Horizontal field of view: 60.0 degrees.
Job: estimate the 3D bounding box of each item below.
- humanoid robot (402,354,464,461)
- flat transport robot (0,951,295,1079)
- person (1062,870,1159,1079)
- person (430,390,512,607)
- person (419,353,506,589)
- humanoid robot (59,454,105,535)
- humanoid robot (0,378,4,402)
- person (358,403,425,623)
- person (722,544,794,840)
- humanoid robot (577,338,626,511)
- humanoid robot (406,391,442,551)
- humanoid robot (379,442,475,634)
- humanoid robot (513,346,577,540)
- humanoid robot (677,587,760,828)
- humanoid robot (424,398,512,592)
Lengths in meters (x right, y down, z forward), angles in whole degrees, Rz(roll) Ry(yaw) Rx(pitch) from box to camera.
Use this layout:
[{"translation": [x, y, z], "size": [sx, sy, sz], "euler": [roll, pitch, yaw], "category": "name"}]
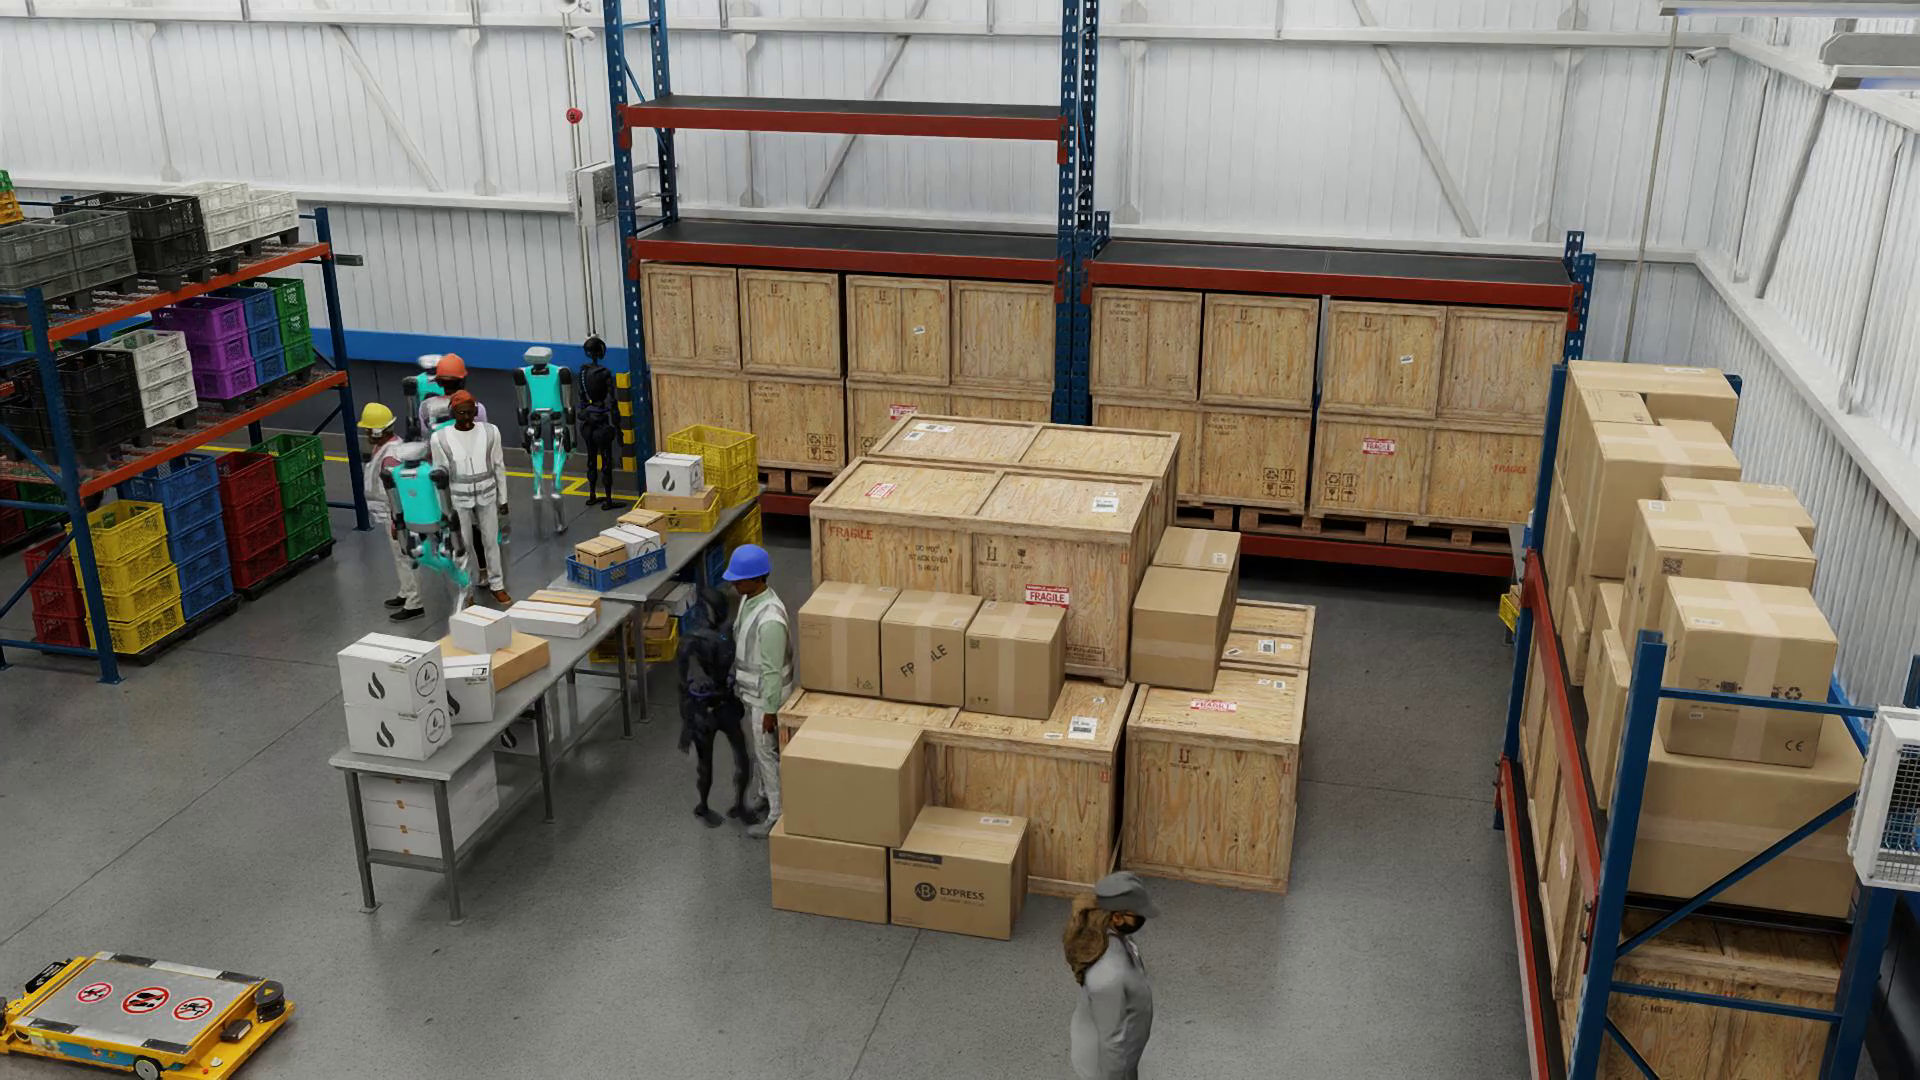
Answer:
[{"translation": [-4.833, -0.879, 15.368], "size": [0.534, 1.842, 0.803], "euler": [-9, 23, -21], "category": "humanoid robot"}, {"translation": [-4.270, 2.464, 8.601], "size": [1.431, 0.231, 0.659], "euler": [5, 22, 13], "category": "flat transport robot"}, {"translation": [0.628, 2.209, 7.171], "size": [0.402, 1.763, 0.562], "euler": [1, 21, 2], "category": "person"}, {"translation": [-3.999, -0.323, 13.641], "size": [0.572, 1.877, 0.339], "euler": [-10, 23, -25], "category": "person"}, {"translation": [-4.202, -0.575, 14.070], "size": [0.613, 2.042, 0.373], "euler": [4, 21, 11], "category": "person"}, {"translation": [-7.609, -0.521, 14.476], "size": [0.593, 1.641, 0.509], "euler": [18, 27, 39], "category": "humanoid robot"}, {"translation": [-10.631, -1.874, 17.914], "size": [0.796, 1.790, 0.560], "euler": [-2, 21, -6], "category": "humanoid robot"}, {"translation": [-4.591, -0.229, 13.459], "size": [0.404, 1.829, 0.589], "euler": [-8, 22, -21], "category": "person"}, {"translation": [-1.228, 0.940, 10.301], "size": [0.410, 1.907, 0.613], "euler": [-6, 22, -16], "category": "person"}, {"translation": [-3.480, -1.131, 16.011], "size": [0.599, 1.657, 0.315], "euler": [19, 28, 40], "category": "humanoid robot"}, {"translation": [-4.530, -0.510, 14.493], "size": [0.585, 1.645, 0.751], "euler": [-12, 24, -28], "category": "humanoid robot"}, {"translation": [-4.044, -0.001, 13.061], "size": [0.561, 1.801, 0.947], "euler": [3, 21, 7], "category": "humanoid robot"}, {"translation": [-3.791, -0.786, 15.164], "size": [0.539, 1.879, 0.697], "euler": [0, 21, 0], "category": "humanoid robot"}, {"translation": [-1.518, 1.040, 10.355], "size": [0.401, 1.647, 0.605], "euler": [18, 27, 39], "category": "humanoid robot"}, {"translation": [-4.013, -0.317, 13.968], "size": [0.779, 1.877, 0.547], "euler": [-16, 26, -36], "category": "humanoid robot"}]
